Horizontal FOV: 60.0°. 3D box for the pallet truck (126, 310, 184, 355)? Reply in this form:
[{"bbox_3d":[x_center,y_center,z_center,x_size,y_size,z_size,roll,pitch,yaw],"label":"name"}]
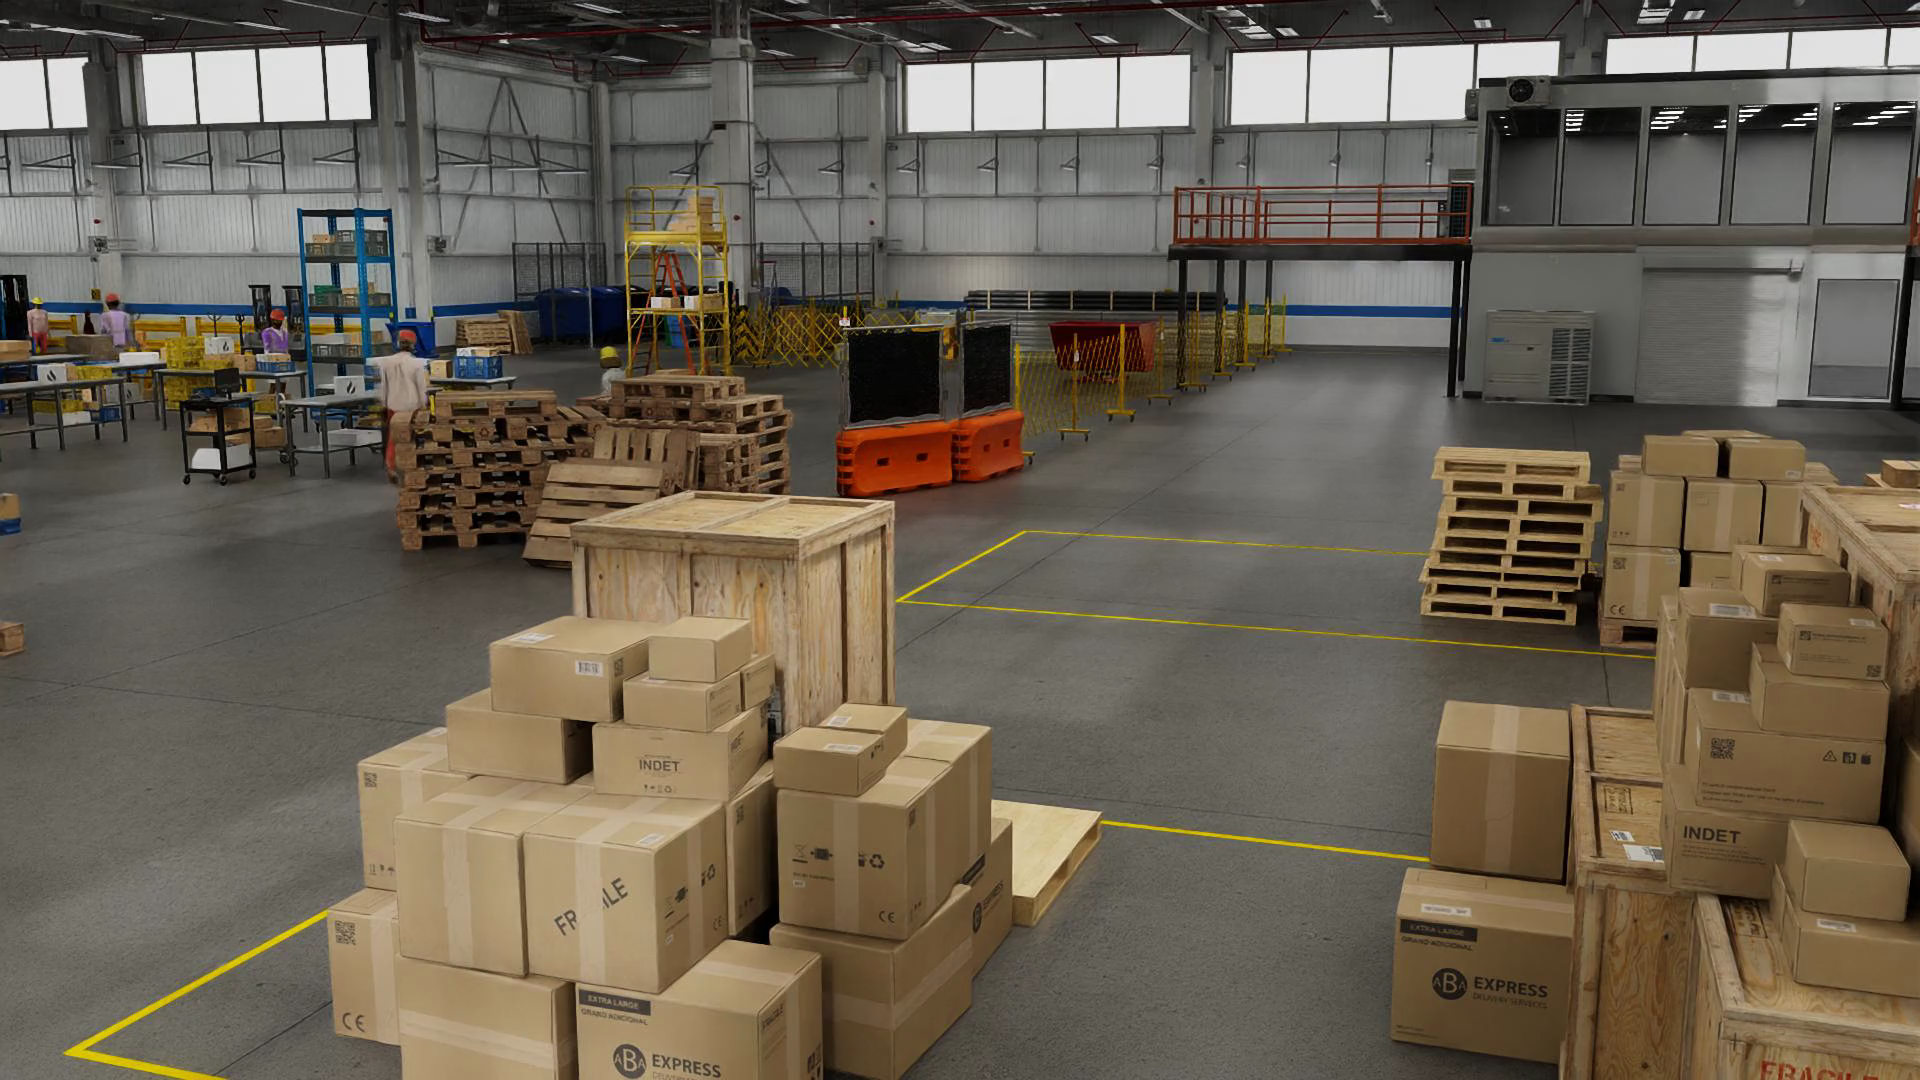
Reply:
[{"bbox_3d":[-22.038,-5.665,45.457,0.704,1.261,1.522,3,11,17],"label":"pallet truck"}]

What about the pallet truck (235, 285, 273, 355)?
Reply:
[{"bbox_3d":[-18.327,-5.835,44.421,0.823,1.965,1.885,4,11,23],"label":"pallet truck"}]

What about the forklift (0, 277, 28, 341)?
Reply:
[{"bbox_3d":[-27.151,-6.329,46.328,1.157,1.987,2.680,3,11,17],"label":"forklift"}]

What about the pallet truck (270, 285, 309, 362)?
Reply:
[{"bbox_3d":[-17.147,-5.700,43.663,0.823,1.965,1.885,3,11,17],"label":"pallet truck"}]

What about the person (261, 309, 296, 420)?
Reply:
[{"bbox_3d":[-11.868,-3.061,28.997,0.375,1.927,0.543,4,11,21],"label":"person"}]

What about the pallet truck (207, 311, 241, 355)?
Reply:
[{"bbox_3d":[-19.537,-5.575,44.913,0.653,1.274,1.630,3,11,19],"label":"pallet truck"}]

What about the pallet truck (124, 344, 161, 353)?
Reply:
[{"bbox_3d":[-23.057,-5.777,46.261,0.680,1.201,1.601,3,11,19],"label":"pallet truck"}]

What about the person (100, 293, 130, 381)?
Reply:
[{"bbox_3d":[-17.744,-4.177,35.014,0.635,2.022,0.622,6,11,28],"label":"person"}]

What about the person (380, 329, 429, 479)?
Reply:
[{"bbox_3d":[-7.134,-1.711,21.317,0.640,1.963,0.736,1,10,7],"label":"person"}]

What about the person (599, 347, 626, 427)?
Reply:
[{"bbox_3d":[-4.466,-1.614,21.389,0.312,1.736,0.483,3,11,17],"label":"person"}]

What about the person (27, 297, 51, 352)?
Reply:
[{"bbox_3d":[-22.669,-5.105,40.971,0.329,1.765,0.533,6,12,29],"label":"person"}]
